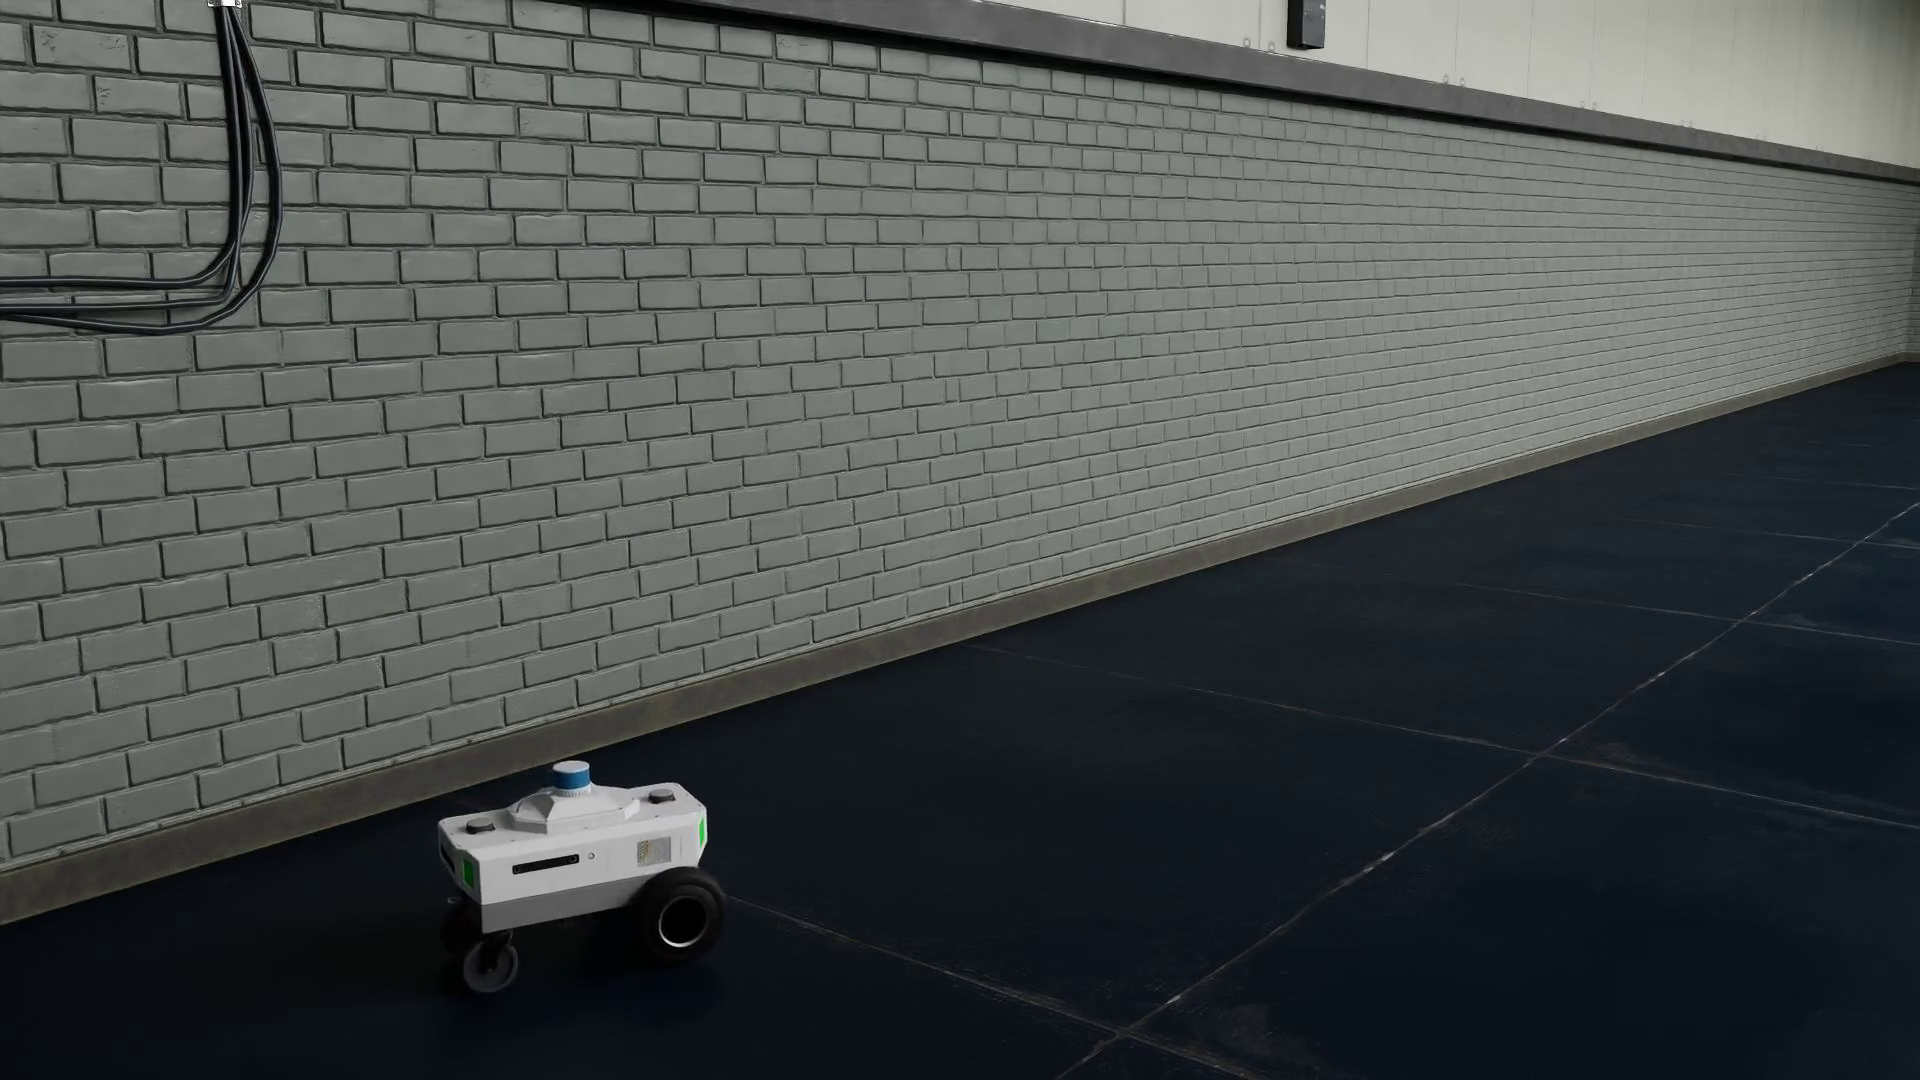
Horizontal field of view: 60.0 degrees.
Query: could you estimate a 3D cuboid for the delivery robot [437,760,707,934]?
[{"bbox_3d":[-1.089,0.866,4.687,0.707,0.478,0.477,-5,12,-28],"label":"delivery robot"}]
